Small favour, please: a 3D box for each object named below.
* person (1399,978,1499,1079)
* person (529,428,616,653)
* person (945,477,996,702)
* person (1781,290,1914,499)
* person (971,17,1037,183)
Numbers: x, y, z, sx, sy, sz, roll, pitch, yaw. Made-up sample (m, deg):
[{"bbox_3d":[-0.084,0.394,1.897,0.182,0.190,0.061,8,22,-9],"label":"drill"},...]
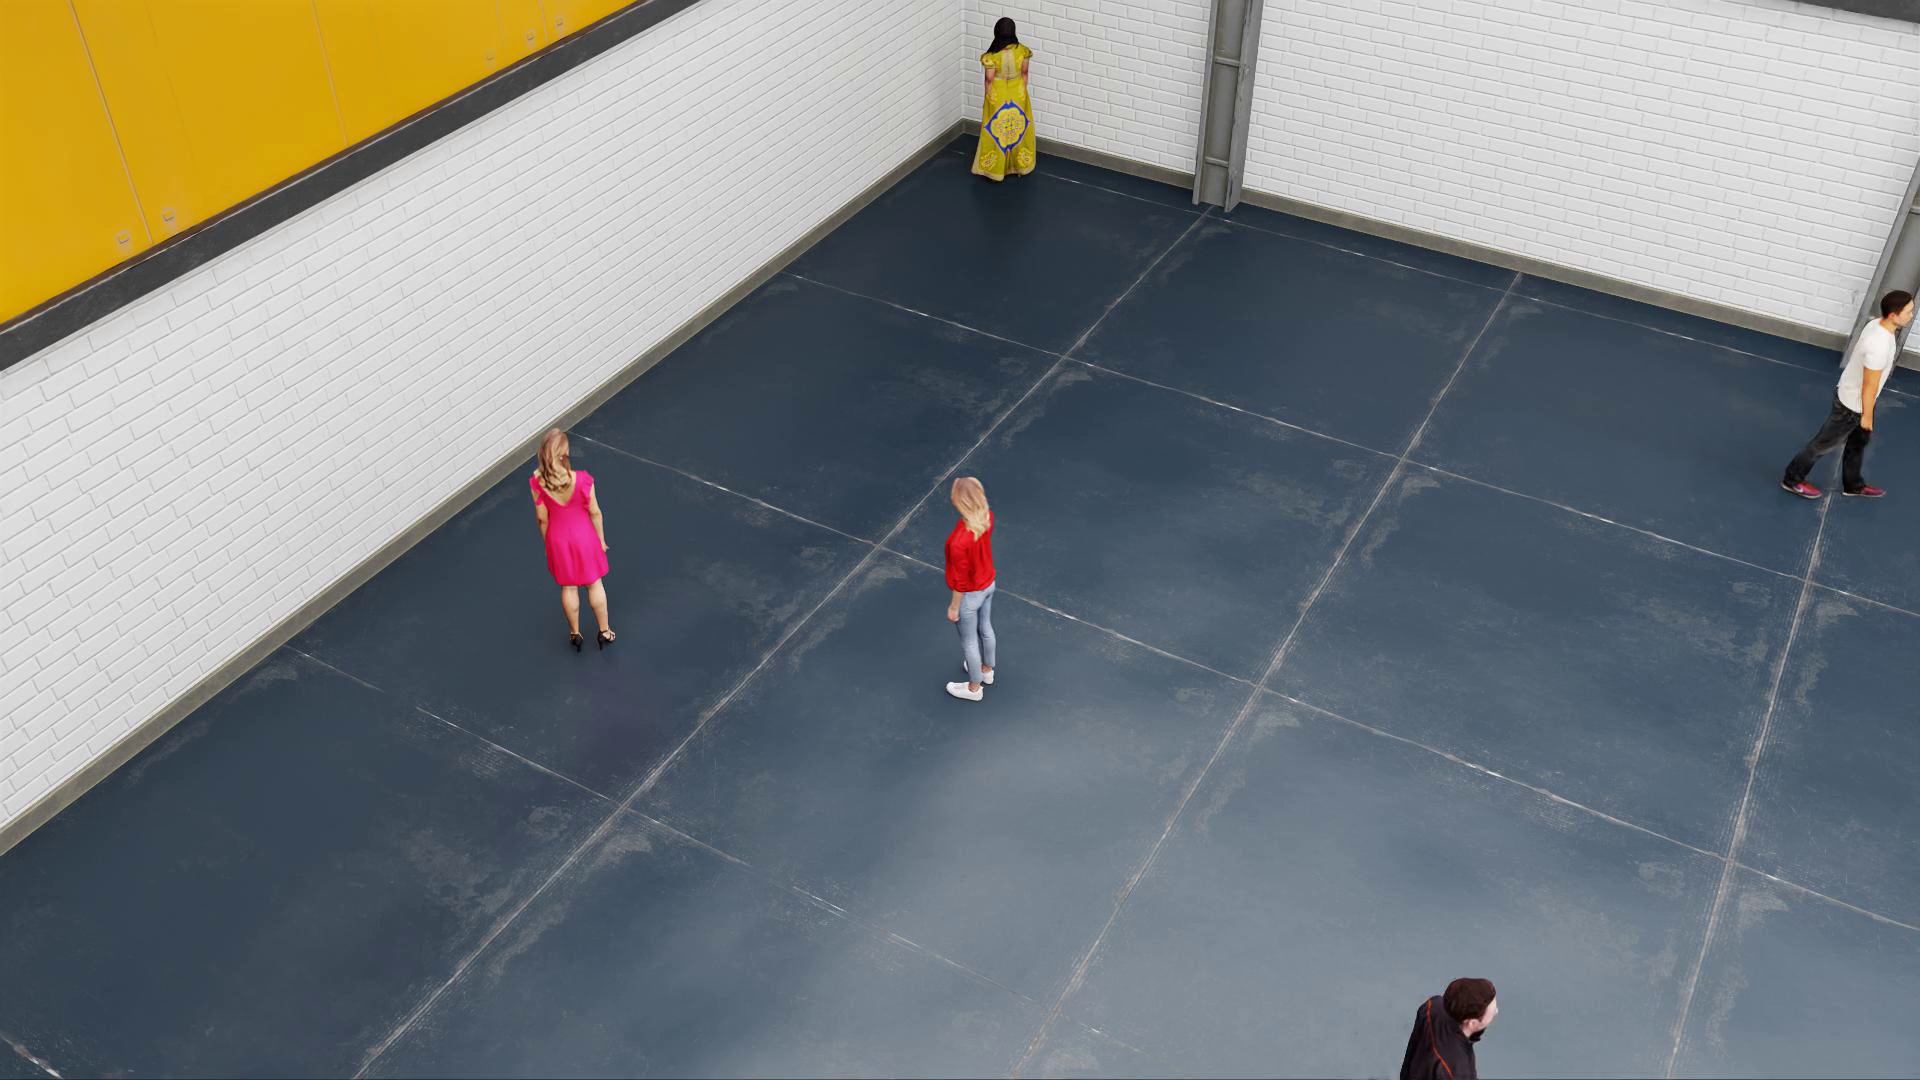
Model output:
[{"bbox_3d":[2.063,2.642,7.515,1.275,1.880,1.008,3,39,4],"label":"person"},{"bbox_3d":[-2.549,0.016,10.925,0.638,1.728,0.725,-2,39,-3],"label":"person"},{"bbox_3d":[0.074,0.317,10.569,0.498,1.702,0.619,19,42,22],"label":"person"},{"bbox_3d":[6.487,-1.066,12.240,0.923,1.779,0.683,19,42,22],"label":"person"},{"bbox_3d":[0.452,-4.366,16.466,1.001,1.661,1.038,-13,41,-16],"label":"person"}]
